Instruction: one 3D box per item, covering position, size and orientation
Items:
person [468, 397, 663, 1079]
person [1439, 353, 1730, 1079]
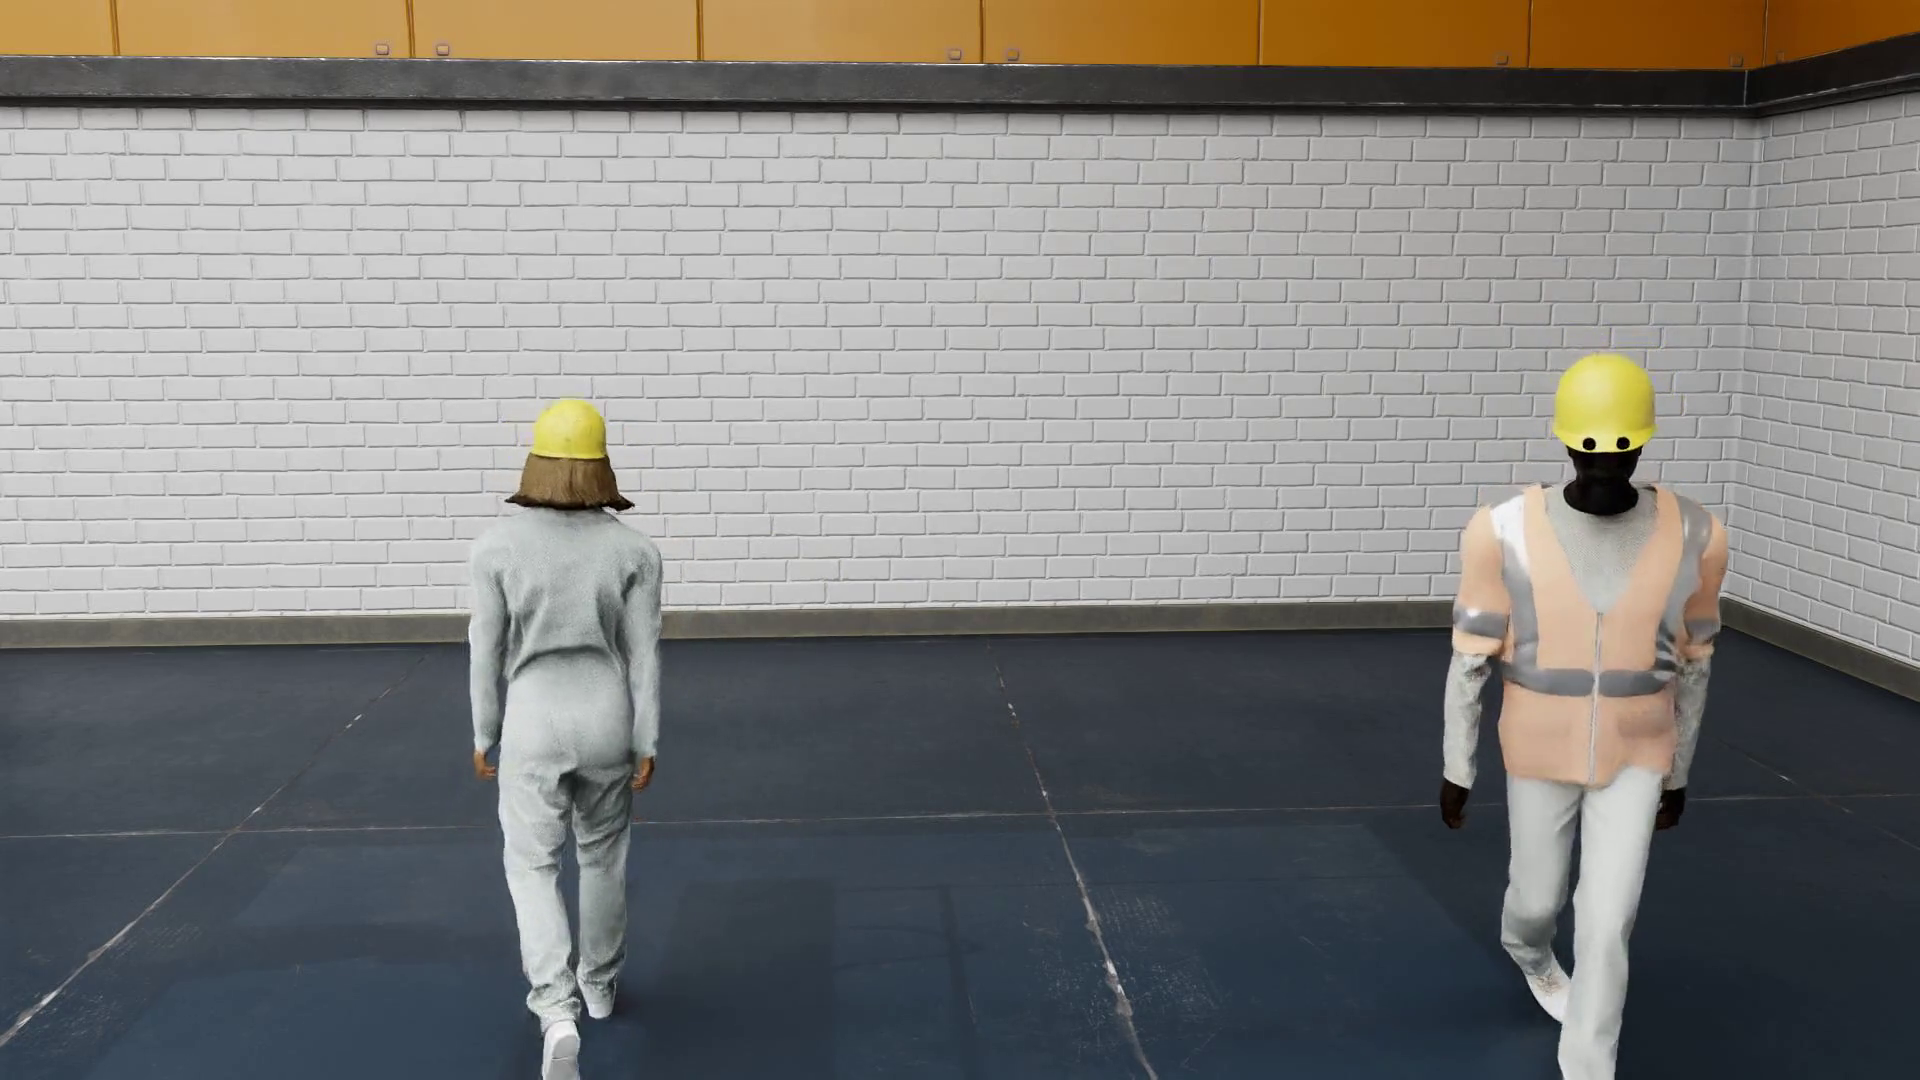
[{"bbox_3d":[-0.989,0.498,4.244,0.489,1.717,0.762,-3,9,-18],"label":"person"},{"bbox_3d":[1.474,0.468,4.012,0.600,1.871,0.892,3,9,15],"label":"person"}]
